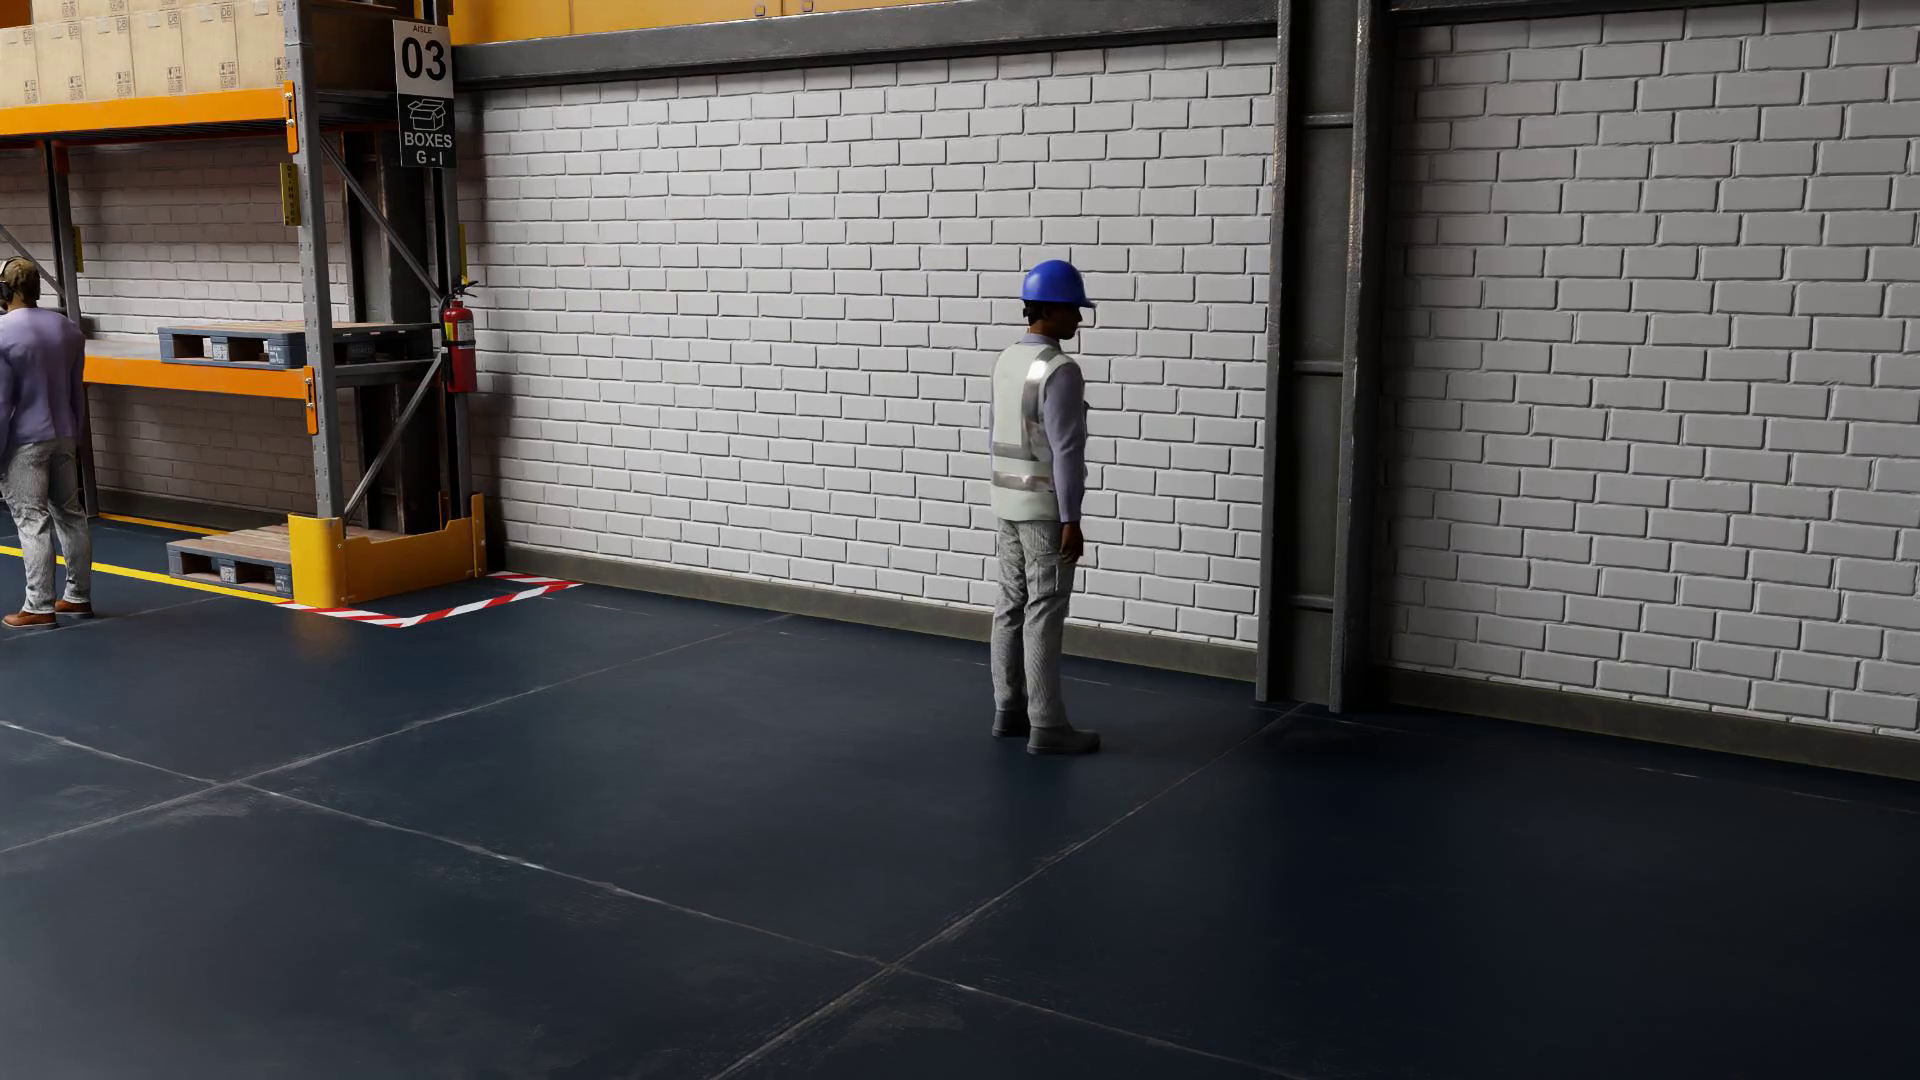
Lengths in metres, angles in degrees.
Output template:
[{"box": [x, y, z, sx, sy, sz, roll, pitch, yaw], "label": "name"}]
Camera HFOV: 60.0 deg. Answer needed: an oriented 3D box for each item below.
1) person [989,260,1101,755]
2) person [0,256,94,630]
[{"box": [0.324, -0.130, 6.616, 0.403, 1.943, 0.606, -5, 11, -25], "label": "person"}, {"box": [-4.826, -0.498, 8.673, 0.372, 1.940, 0.631, 3, 11, 15], "label": "person"}]
